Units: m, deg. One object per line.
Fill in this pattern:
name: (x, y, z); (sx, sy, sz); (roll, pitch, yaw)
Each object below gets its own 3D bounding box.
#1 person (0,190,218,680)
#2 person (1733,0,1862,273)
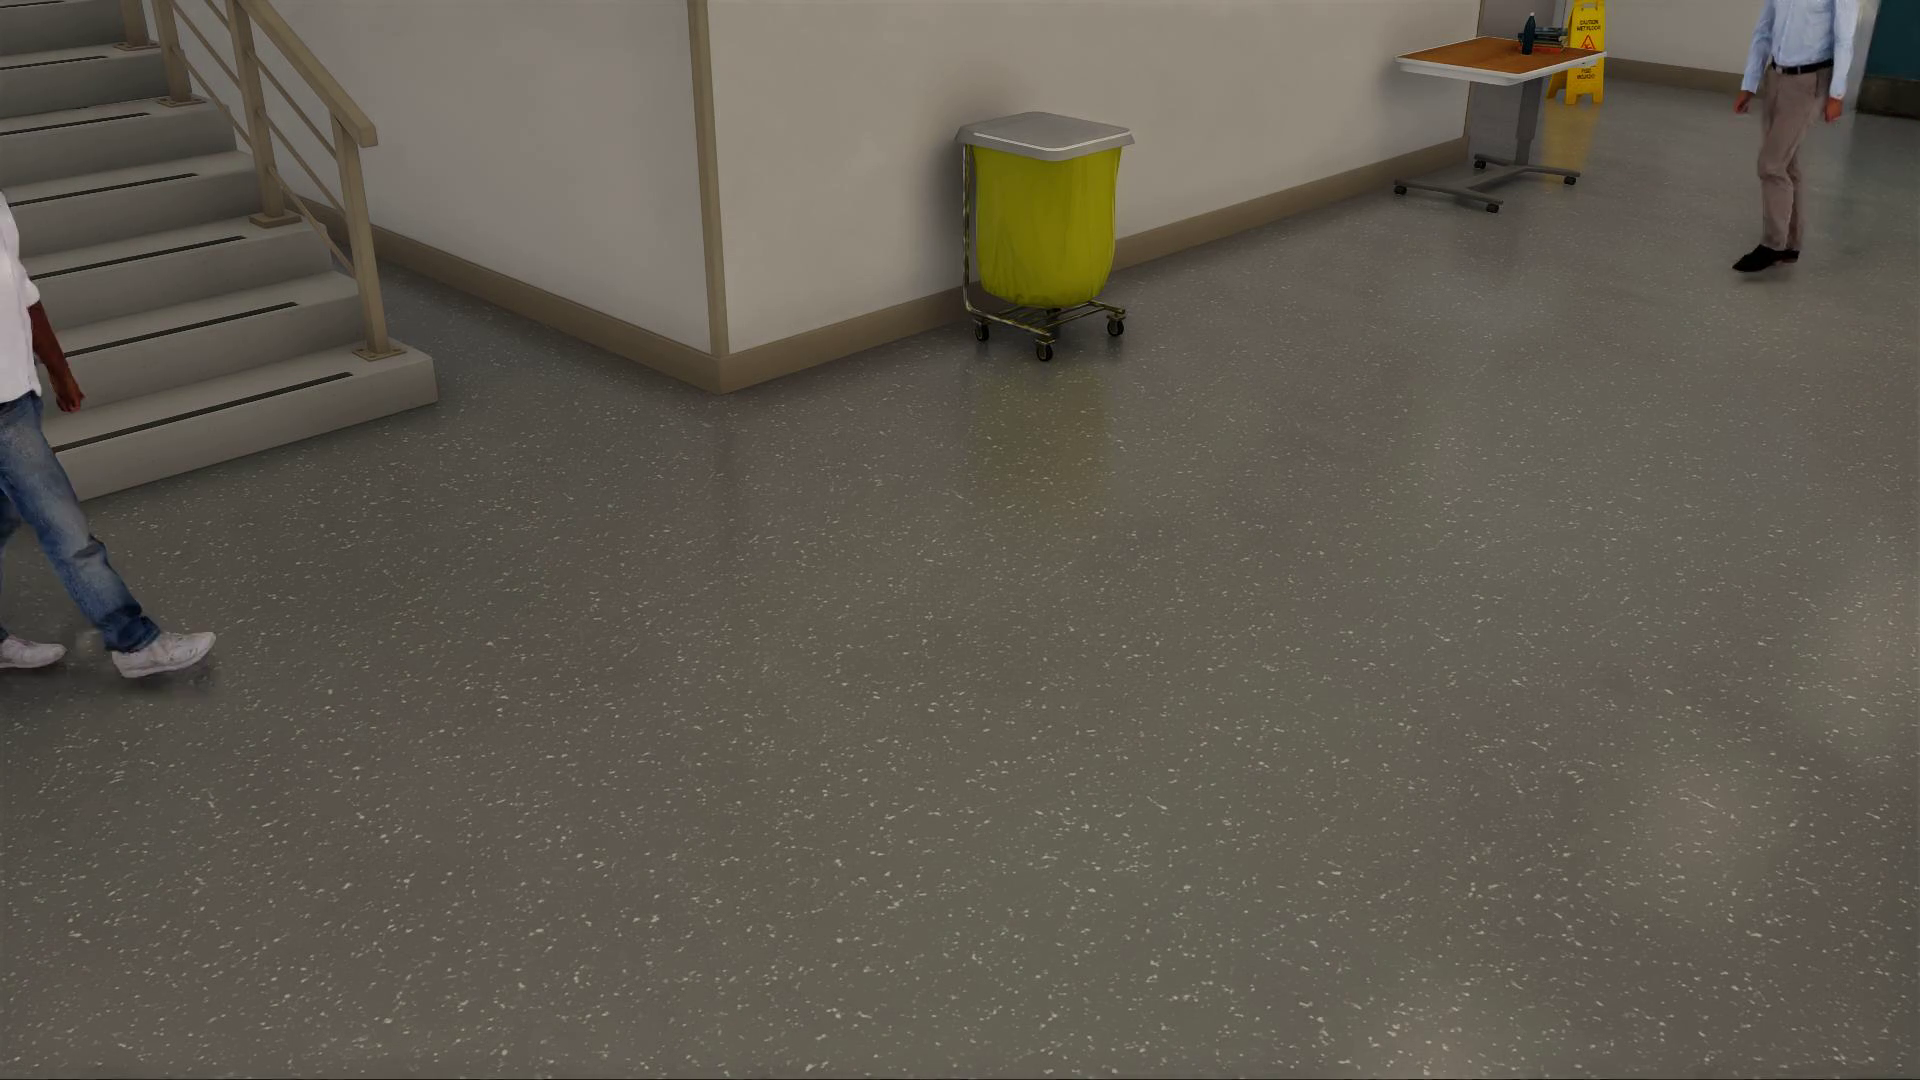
person: (-2.743, -0.404, 4.521); (1.062, 1.785, 1.063); (-4, 26, -8)
person: (4.252, -2.274, 8.356); (0.865, 1.821, 0.821); (-9, 27, -18)
